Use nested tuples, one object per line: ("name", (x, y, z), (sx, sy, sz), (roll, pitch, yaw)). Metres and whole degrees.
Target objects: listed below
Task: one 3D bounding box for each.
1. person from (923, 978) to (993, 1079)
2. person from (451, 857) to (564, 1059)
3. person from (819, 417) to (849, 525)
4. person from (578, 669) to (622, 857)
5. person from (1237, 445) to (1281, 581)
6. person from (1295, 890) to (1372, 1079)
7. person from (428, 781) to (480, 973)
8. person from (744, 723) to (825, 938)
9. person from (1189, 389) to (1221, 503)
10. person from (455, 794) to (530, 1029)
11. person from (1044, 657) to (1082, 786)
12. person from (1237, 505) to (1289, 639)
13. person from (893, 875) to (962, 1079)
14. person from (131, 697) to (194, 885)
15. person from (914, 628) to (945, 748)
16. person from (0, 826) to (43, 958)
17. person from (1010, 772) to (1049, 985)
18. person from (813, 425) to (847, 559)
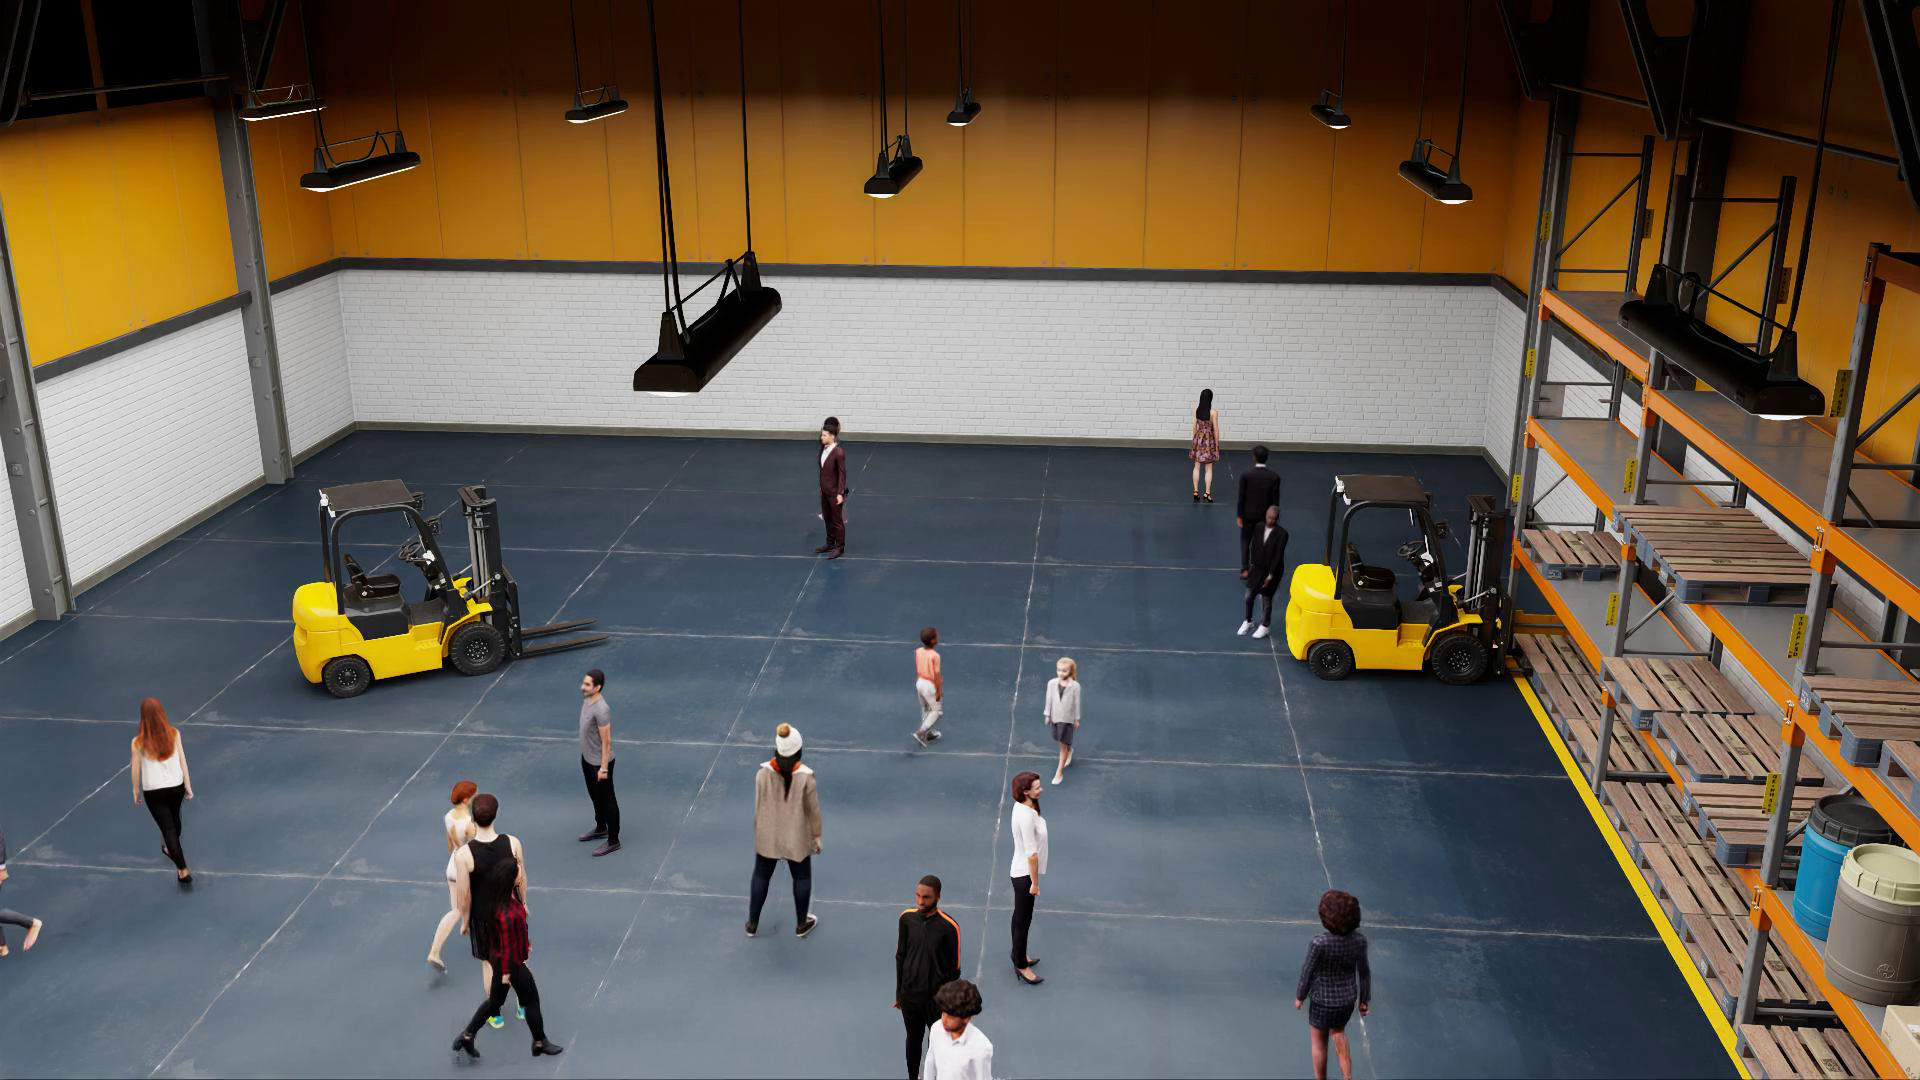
("person", (0.054, 3.554, 10.534), (1.097, 1.770, 1.219), (17, 25, 42))
("person", (-3.383, 3.096, 12.128), (0.943, 1.621, 1.030), (-7, 20, -21))
("person", (-1.866, -0.955, 24.094), (0.926, 1.661, 0.855), (-17, 25, -41))
("person", (-3.303, 1.994, 15.194), (0.757, 1.753, 0.673), (-12, 22, -31))
("person", (3.898, -0.312, 21.855), (0.735, 1.873, 0.798), (3, 19, 10))
("person", (2.631, 3.260, 11.536), (0.751, 1.688, 0.779), (-6, 19, -16))
("person", (-4.011, 2.707, 13.288), (0.847, 1.619, 1.030), (12, 22, 32))
("person", (-1.459, 2.399, 13.765), (0.868, 1.898, 0.780), (4, 19, 11))
("person", (3.738, -1.442, 25.365), (0.784, 1.774, 0.817), (11, 22, 30))
("person", (-3.513, 2.803, 12.574), (0.770, 1.891, 0.781), (-10, 21, -27))
("person", (1.056, 1.762, 16.664), (0.716, 1.255, 0.946), (9, 21, 25))
("person", (3.757, 0.376, 20.040), (0.917, 1.728, 0.872), (-16, 24, -39))
("person", (-0.223, 3.159, 11.648), (0.671, 1.808, 0.619), (7, 20, 19))
("person", (-6.961, 2.232, 14.599), (1.062, 1.682, 1.097), (-16, 24, -39))
("person", (-0.359, 1.540, 17.255), (0.688, 1.299, 0.777), (16, 24, 39))
("person", (-7.805, 2.584, 13.436), (0.761, 1.756, 0.838), (10, 21, 28))
("person", (0.513, 2.653, 13.173), (0.689, 1.795, 0.491), (-1, 19, -2))
("person", (-1.764, -0.695, 23.004), (0.842, 1.865, 0.759), (-12, 22, -32))
